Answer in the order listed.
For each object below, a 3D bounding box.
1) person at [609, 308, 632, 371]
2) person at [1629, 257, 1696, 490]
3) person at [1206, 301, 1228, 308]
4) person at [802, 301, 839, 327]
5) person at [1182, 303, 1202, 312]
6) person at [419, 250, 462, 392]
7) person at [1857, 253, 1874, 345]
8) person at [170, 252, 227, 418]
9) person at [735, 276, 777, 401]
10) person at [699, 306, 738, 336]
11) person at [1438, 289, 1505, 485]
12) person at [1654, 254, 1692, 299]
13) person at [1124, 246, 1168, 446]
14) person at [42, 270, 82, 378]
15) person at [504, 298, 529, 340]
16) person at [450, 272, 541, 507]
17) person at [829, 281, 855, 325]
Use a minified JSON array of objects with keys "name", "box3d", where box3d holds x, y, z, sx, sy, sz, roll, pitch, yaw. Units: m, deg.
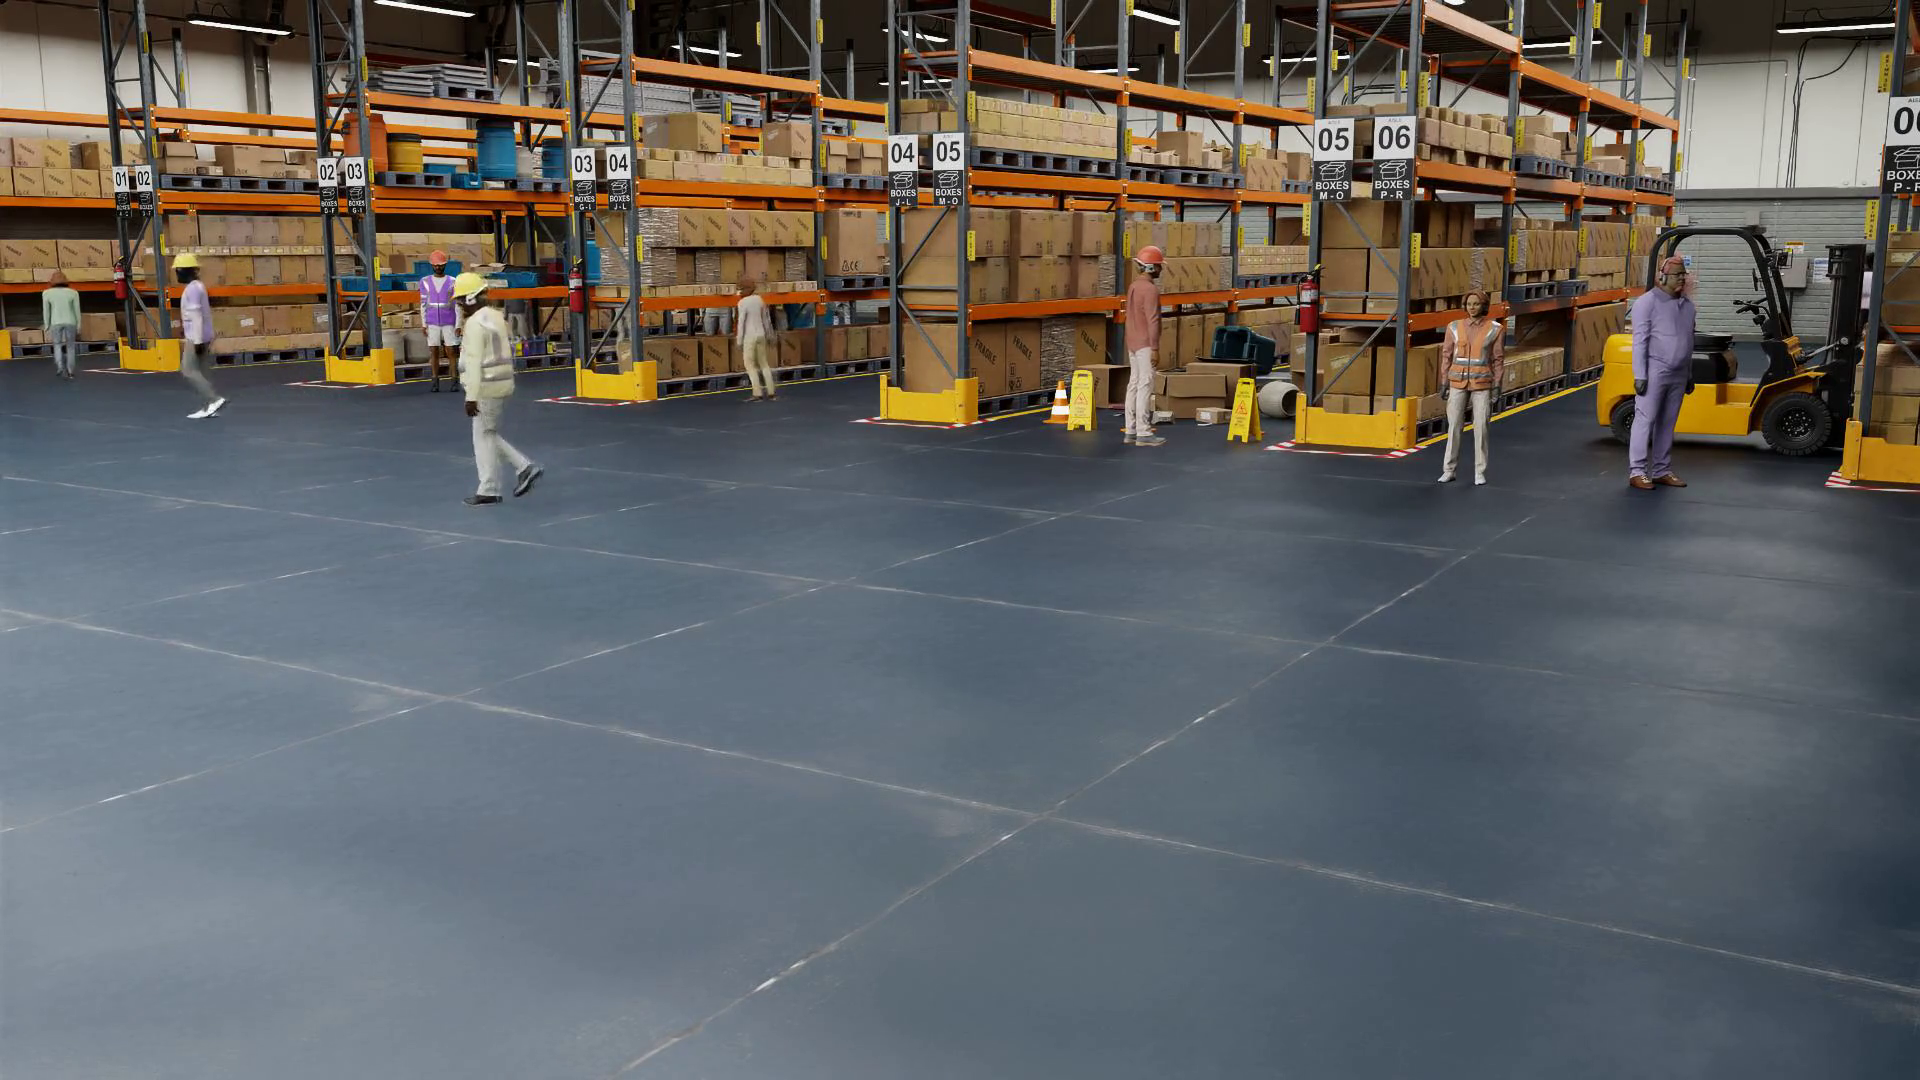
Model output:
[{"name":"person","box3d":[-5.324,-3.615,26.422,0.551,1.870,0.334,2,10,11]},{"name":"person","box3d":[5.831,-1.372,13.749,0.638,1.910,0.407,-5,11,-26]},{"name":"person","box3d":[4.861,-4.501,31.263,0.544,1.919,0.577,9,13,40]},{"name":"person","box3d":[-2.487,-4.095,29.377,0.586,1.782,0.988,8,13,39]},{"name":"person","box3d":[3.908,-3.888,28.624,0.508,1.629,0.316,3,11,16]},{"name":"person","box3d":[-7.053,-2.962,22.615,0.540,1.929,0.391,-1,10,-8]},{"name":"person","box3d":[15.057,-3.826,27.624,0.606,1.868,1.033,7,12,35]},{"name":"person","box3d":[-8.814,-2.337,19.144,0.420,1.914,0.602,-4,11,-20]},{"name":"person","box3d":[-2.624,-2.578,21.339,0.402,1.604,0.632,6,12,30]},{"name":"person","box3d":[-3.671,-3.446,25.322,0.626,1.931,0.375,0,10,3]},{"name":"person","box3d":[4.304,-1.284,14.000,0.514,1.642,0.310,5,11,28]},{"name":"person","box3d":[11.235,-3.601,26.382,0.643,1.860,0.958,5,11,27]},{"name":"person","box3d":[1.874,-1.949,16.730,0.396,1.993,0.617,-3,10,-15]},{"name":"person","box3d":[-13.486,-3.238,25.020,0.501,1.623,0.343,-5,11,-25]},{"name":"person","box3d":[-7.566,-3.851,28.389,0.500,1.636,0.280,4,11,22]},{"name":"person","box3d":[-3.618,-1.155,12.826,0.569,1.801,0.656,-1,10,-3]},{"name":"person","box3d":[-2.256,-4.524,31.553,0.516,1.864,0.346,-2,10,-12]}]
